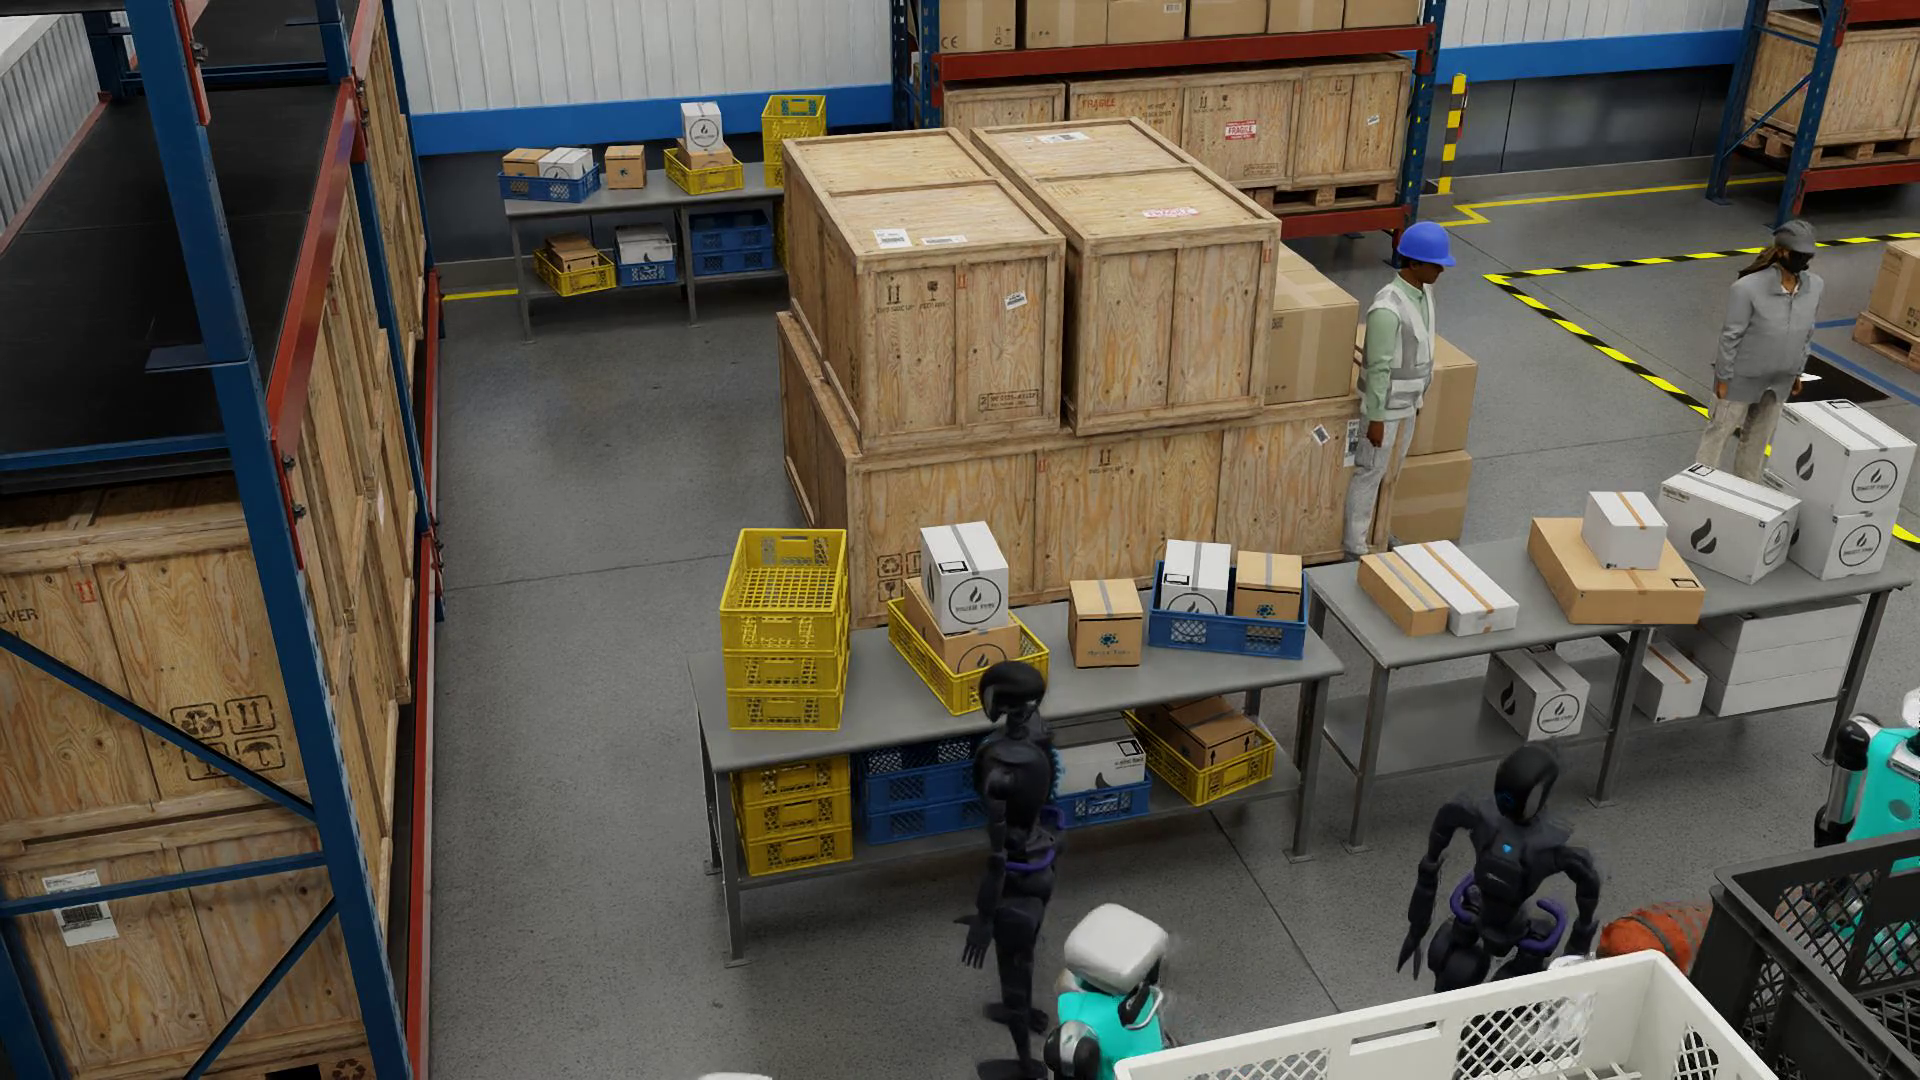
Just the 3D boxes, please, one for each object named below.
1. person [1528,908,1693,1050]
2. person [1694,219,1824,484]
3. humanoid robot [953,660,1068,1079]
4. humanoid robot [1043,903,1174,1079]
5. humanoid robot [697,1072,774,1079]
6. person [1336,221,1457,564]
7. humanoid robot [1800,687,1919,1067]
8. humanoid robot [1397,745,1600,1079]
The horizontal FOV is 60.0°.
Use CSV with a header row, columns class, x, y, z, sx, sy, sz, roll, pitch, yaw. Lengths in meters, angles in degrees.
class,x,y,z,sx,sy,sz,roll,pitch,yaw
person,1.727,1.692,4.405,0.740,1.863,0.579,-14,32,-24
person,4.420,-0.924,9.238,0.560,1.769,0.399,-6,29,-10
humanoid robot,0.180,1.129,5.603,0.329,1.657,0.590,7,30,13
humanoid robot,0.608,1.754,4.381,1.021,1.701,0.531,14,32,24
humanoid robot,-0.755,1.980,3.999,0.811,1.758,0.546,-2,29,-3
person,2.280,-0.732,8.720,0.410,1.939,0.603,19,34,31
humanoid robot,3.092,1.159,5.403,0.694,1.722,0.533,-19,34,-30
humanoid robot,1.743,1.289,5.336,0.609,1.639,0.560,20,35,32
